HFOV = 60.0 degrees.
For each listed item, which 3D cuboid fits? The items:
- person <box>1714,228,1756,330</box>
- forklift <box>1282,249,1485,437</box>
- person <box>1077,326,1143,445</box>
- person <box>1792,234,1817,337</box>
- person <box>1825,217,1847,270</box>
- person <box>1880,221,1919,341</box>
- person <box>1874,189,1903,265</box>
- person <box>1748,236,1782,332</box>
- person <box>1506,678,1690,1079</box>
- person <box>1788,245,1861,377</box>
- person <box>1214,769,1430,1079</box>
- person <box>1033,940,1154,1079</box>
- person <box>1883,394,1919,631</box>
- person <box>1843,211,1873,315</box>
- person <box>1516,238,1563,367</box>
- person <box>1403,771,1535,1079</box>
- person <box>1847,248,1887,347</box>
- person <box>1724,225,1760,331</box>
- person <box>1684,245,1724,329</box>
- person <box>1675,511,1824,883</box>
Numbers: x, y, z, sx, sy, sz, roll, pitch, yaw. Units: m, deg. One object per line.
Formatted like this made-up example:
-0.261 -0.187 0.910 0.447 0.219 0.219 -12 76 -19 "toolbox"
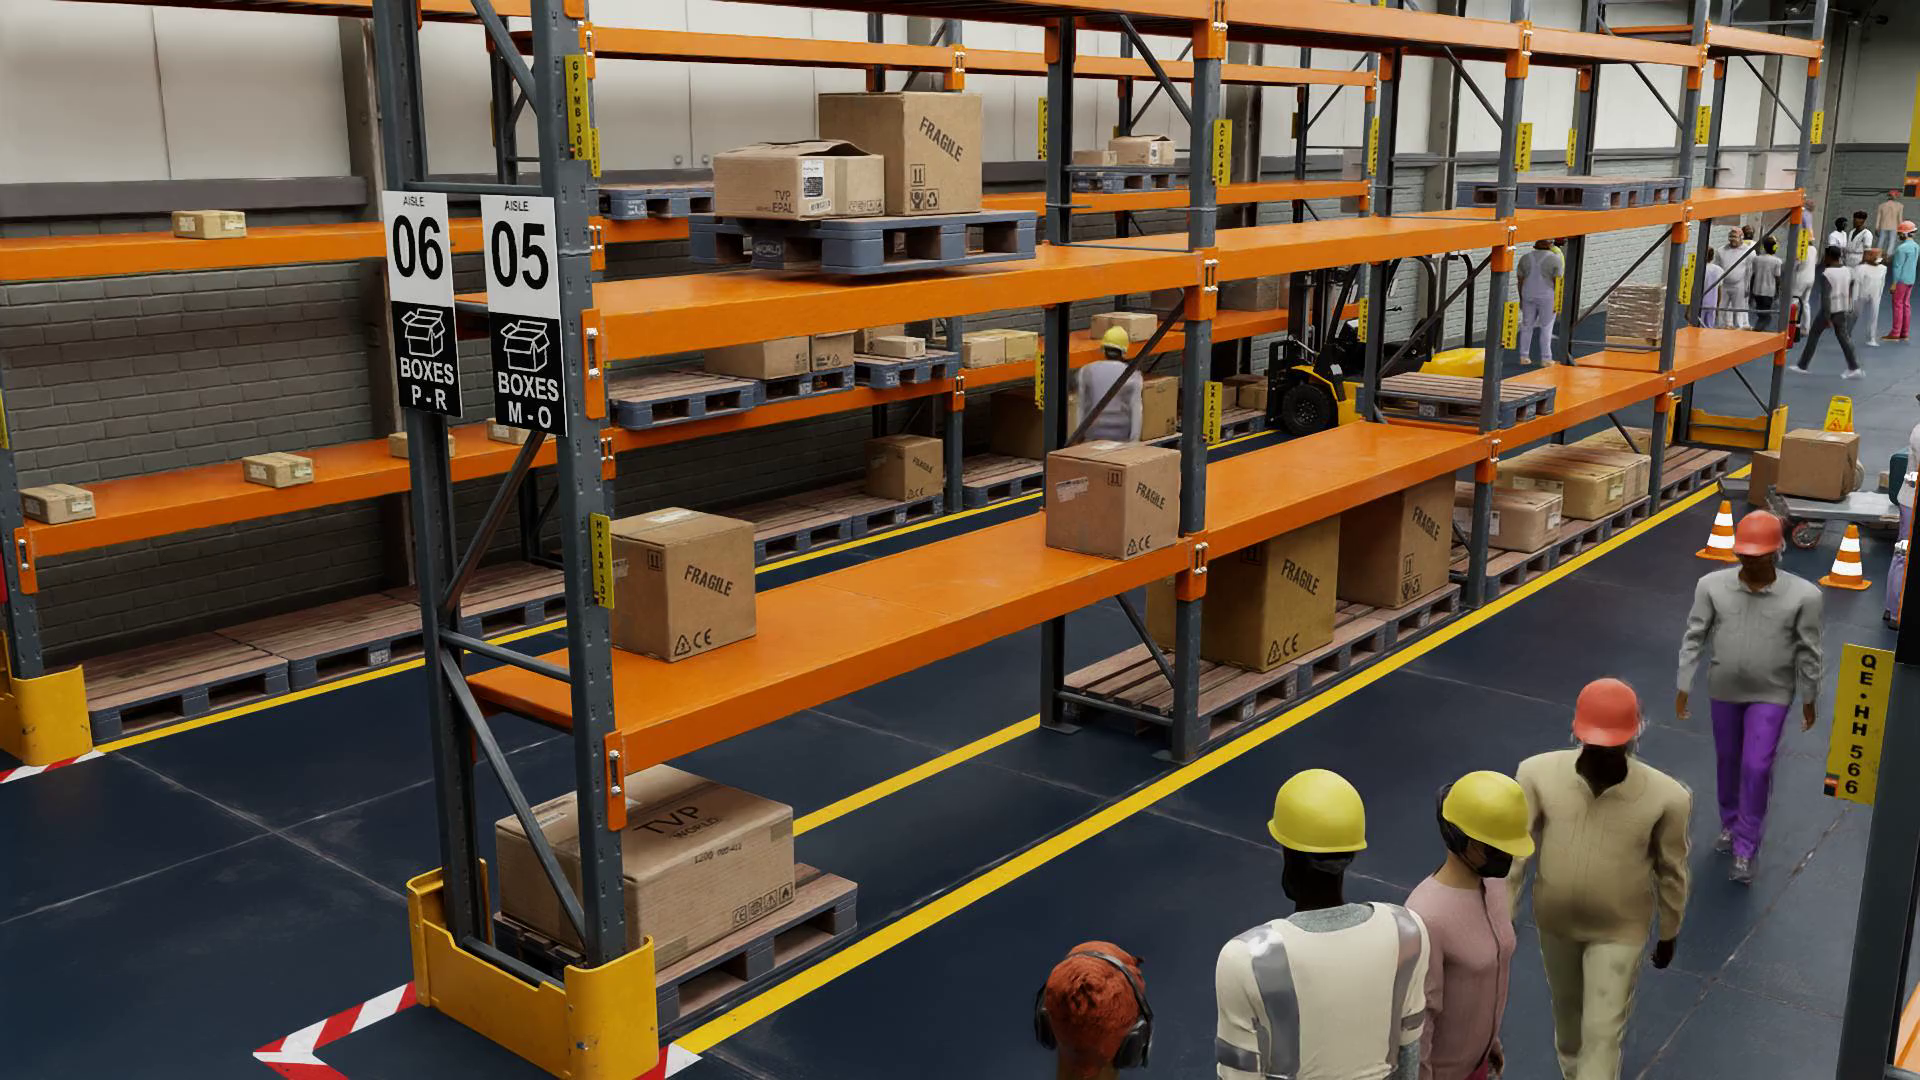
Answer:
12.706 -4.183 27.409 0.635 1.900 0.397 11 18 39 "person"
4.886 -2.214 18.767 2.313 2.155 1.214 11 18 38 "forklift"
1.275 -0.933 14.331 0.593 1.813 0.727 4 14 17 "person"
14.257 -4.332 28.135 0.590 1.832 0.372 -8 16 -30 "person"
18.392 -5.930 34.941 0.530 1.689 0.322 -9 17 -33 "person"
15.722 -4.317 27.772 0.608 1.987 0.400 -11 18 -38 "person"
24.302 -8.187 43.538 0.643 1.979 0.632 7 15 26 "person"
12.606 -3.847 26.138 0.725 1.850 0.524 -8 16 -30 "person"
2.076 1.278 5.550 0.584 1.706 0.926 9 17 33 "person"
12.470 -3.267 23.750 0.583 1.870 1.038 -6 15 -23 "person"
0.872 1.500 4.196 0.590 1.924 0.382 -5 15 -21 "person"
0.255 1.714 3.412 0.584 1.882 0.337 4 14 14 "person"
6.707 -0.234 11.588 0.315 1.768 0.526 6 15 23 "person"
17.102 -5.296 31.784 0.365 1.966 0.605 -2 14 -7 "person"
8.666 -3.614 24.785 0.688 2.000 0.536 13 19 43 "person"
1.390 1.472 4.661 0.327 1.760 0.524 12 18 39 "person"
14.883 -4.006 27.316 0.514 1.590 0.868 0 14 0 "person"
13.725 -4.594 29.185 0.430 1.844 0.623 -8 16 -30 "person"
10.826 -3.367 24.227 0.521 1.834 0.362 -2 14 -10 "person"
3.653 0.717 7.785 0.599 1.718 0.766 11 18 38 "person"
